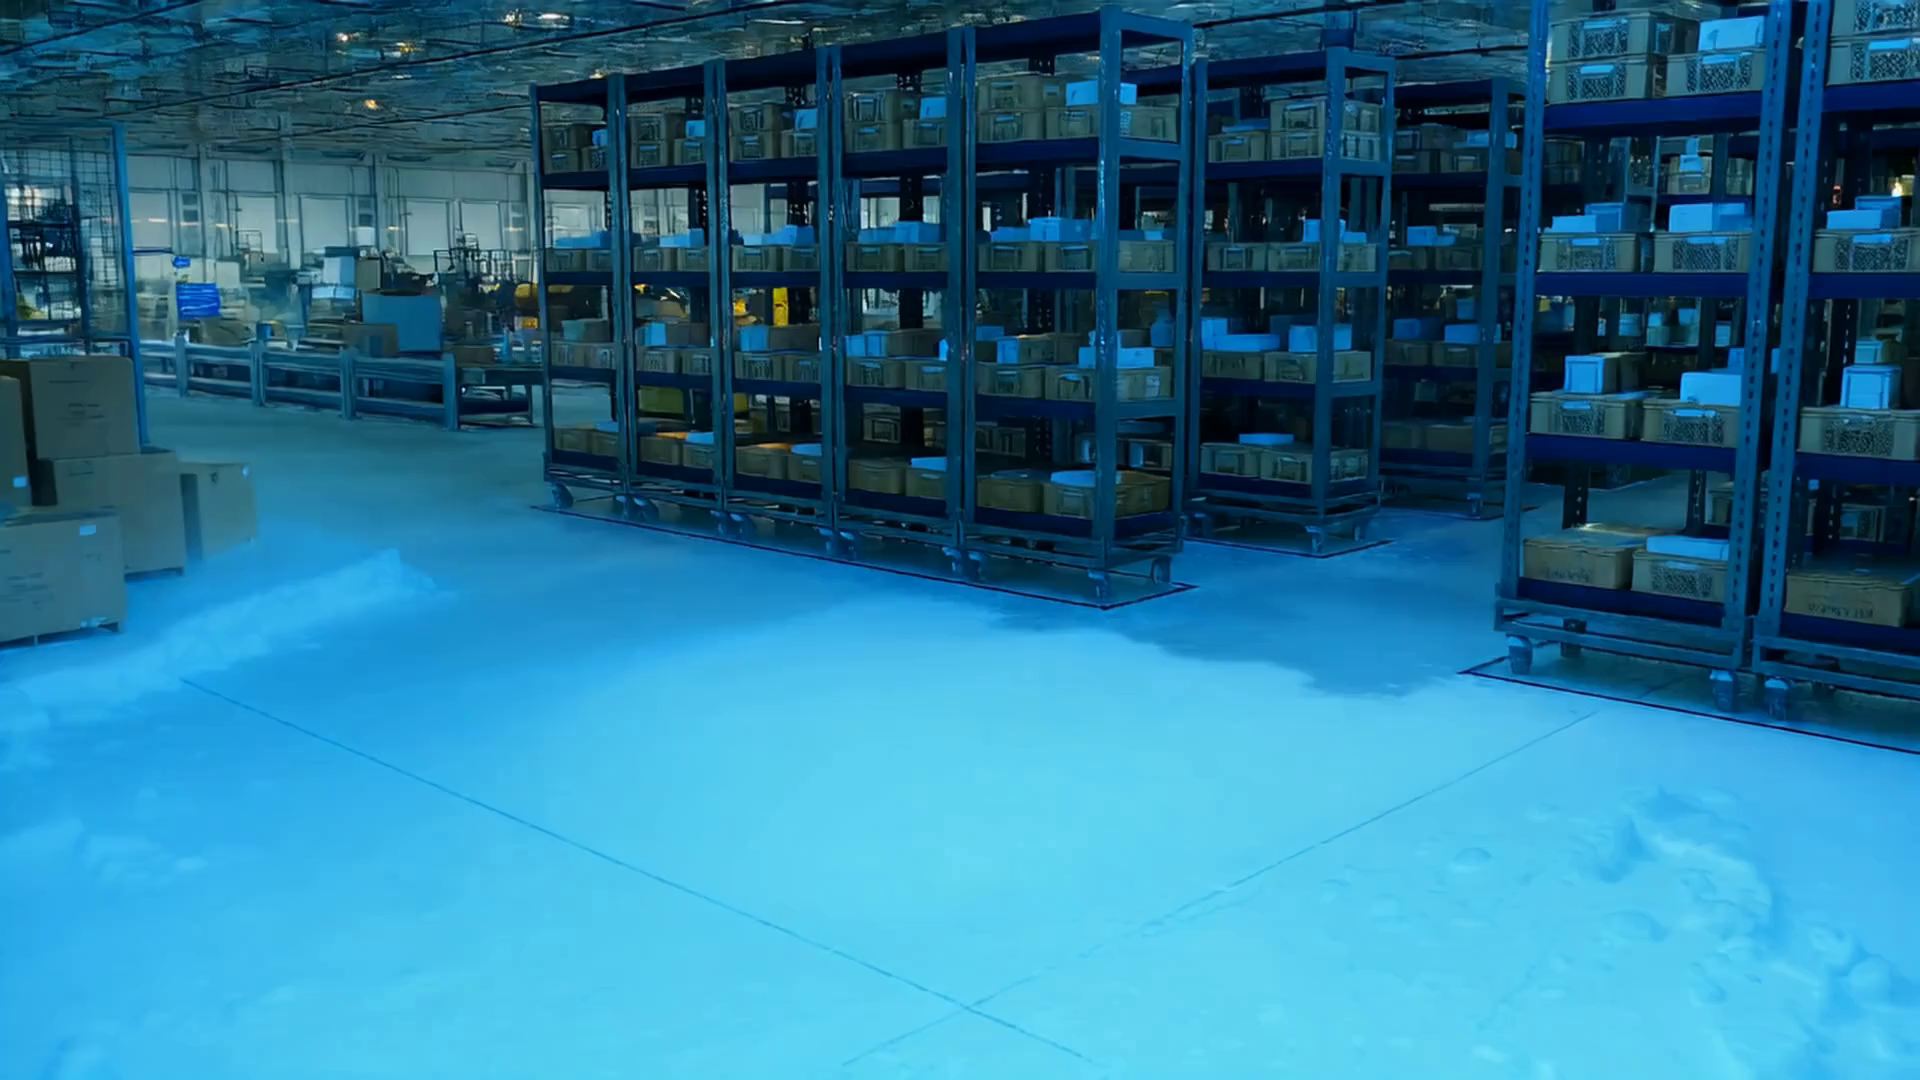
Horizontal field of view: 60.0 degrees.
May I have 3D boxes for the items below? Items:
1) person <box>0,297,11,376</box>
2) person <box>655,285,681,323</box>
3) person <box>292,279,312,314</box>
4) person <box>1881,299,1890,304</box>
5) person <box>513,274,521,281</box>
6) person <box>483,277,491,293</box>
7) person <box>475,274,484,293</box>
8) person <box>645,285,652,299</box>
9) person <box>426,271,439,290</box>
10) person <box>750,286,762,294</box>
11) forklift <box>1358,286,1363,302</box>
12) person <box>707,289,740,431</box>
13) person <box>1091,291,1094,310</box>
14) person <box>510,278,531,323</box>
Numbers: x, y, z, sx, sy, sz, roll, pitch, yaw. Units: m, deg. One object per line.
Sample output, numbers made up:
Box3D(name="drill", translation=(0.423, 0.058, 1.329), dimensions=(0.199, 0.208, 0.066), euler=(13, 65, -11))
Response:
Box3D(name="person", translation=(-11.242, -1.909, 19.046), dimensions=(0.765, 1.787, 0.406), euler=(0, 9, 0))
Box3D(name="person", translation=(-5.570, -3.967, 31.690), dimensions=(0.547, 1.752, 0.440), euler=(2, 10, 13))
Box3D(name="person", translation=(-24.569, -9.071, 62.128), dimensions=(0.686, 2.000, 0.538), euler=(-4, 10, -25))
Box3D(name="person", translation=(29.036, -7.230, 52.220), dimensions=(0.507, 1.599, 0.860), euler=(-7, 12, -38))
Box3D(name="person", translation=(-21.625, -12.121, 81.478), dimensions=(0.538, 1.822, 0.683), euler=(-9, 13, -43))
Box3D(name="person", translation=(-18.891, -9.637, 66.478), dimensions=(0.412, 1.751, 0.538), euler=(-7, 12, -36))
Box3D(name="person", translation=(-24.608, -12.756, 85.465), dimensions=(0.624, 1.813, 0.636), euler=(-8, 12, -41))
Box3D(name="person", translation=(-12.653, -9.980, 68.179), dimensions=(0.998, 1.900, 0.540), euler=(-2, 10, -14))
Box3D(name="person", translation=(-18.745, -8.585, 59.281), dimensions=(0.608, 1.997, 0.375), euler=(5, 11, 29))
Box3D(name="person", translation=(-9.381, -11.390, 76.575), dimensions=(0.614, 1.962, 0.366), euler=(-6, 11, -34))
Box3D(name="forklift", translation=(11.100, -7.017, 46.970), dimensions=(1.873, 2.768, 1.129), euler=(9, 13, 43))
Box3D(name="person", translation=(-2.622, -1.900, 18.572), dimensions=(0.407, 1.910, 0.640), euler=(-7, 11, -35))
Box3D(name="person", translation=(4.594, -8.099, 57.273), dimensions=(0.651, 1.673, 0.538), euler=(3, 10, 15))
Box3D(name="person", translation=(-15.599, -8.410, 58.933), dimensions=(0.617, 1.777, 0.966), euler=(7, 11, 35))
